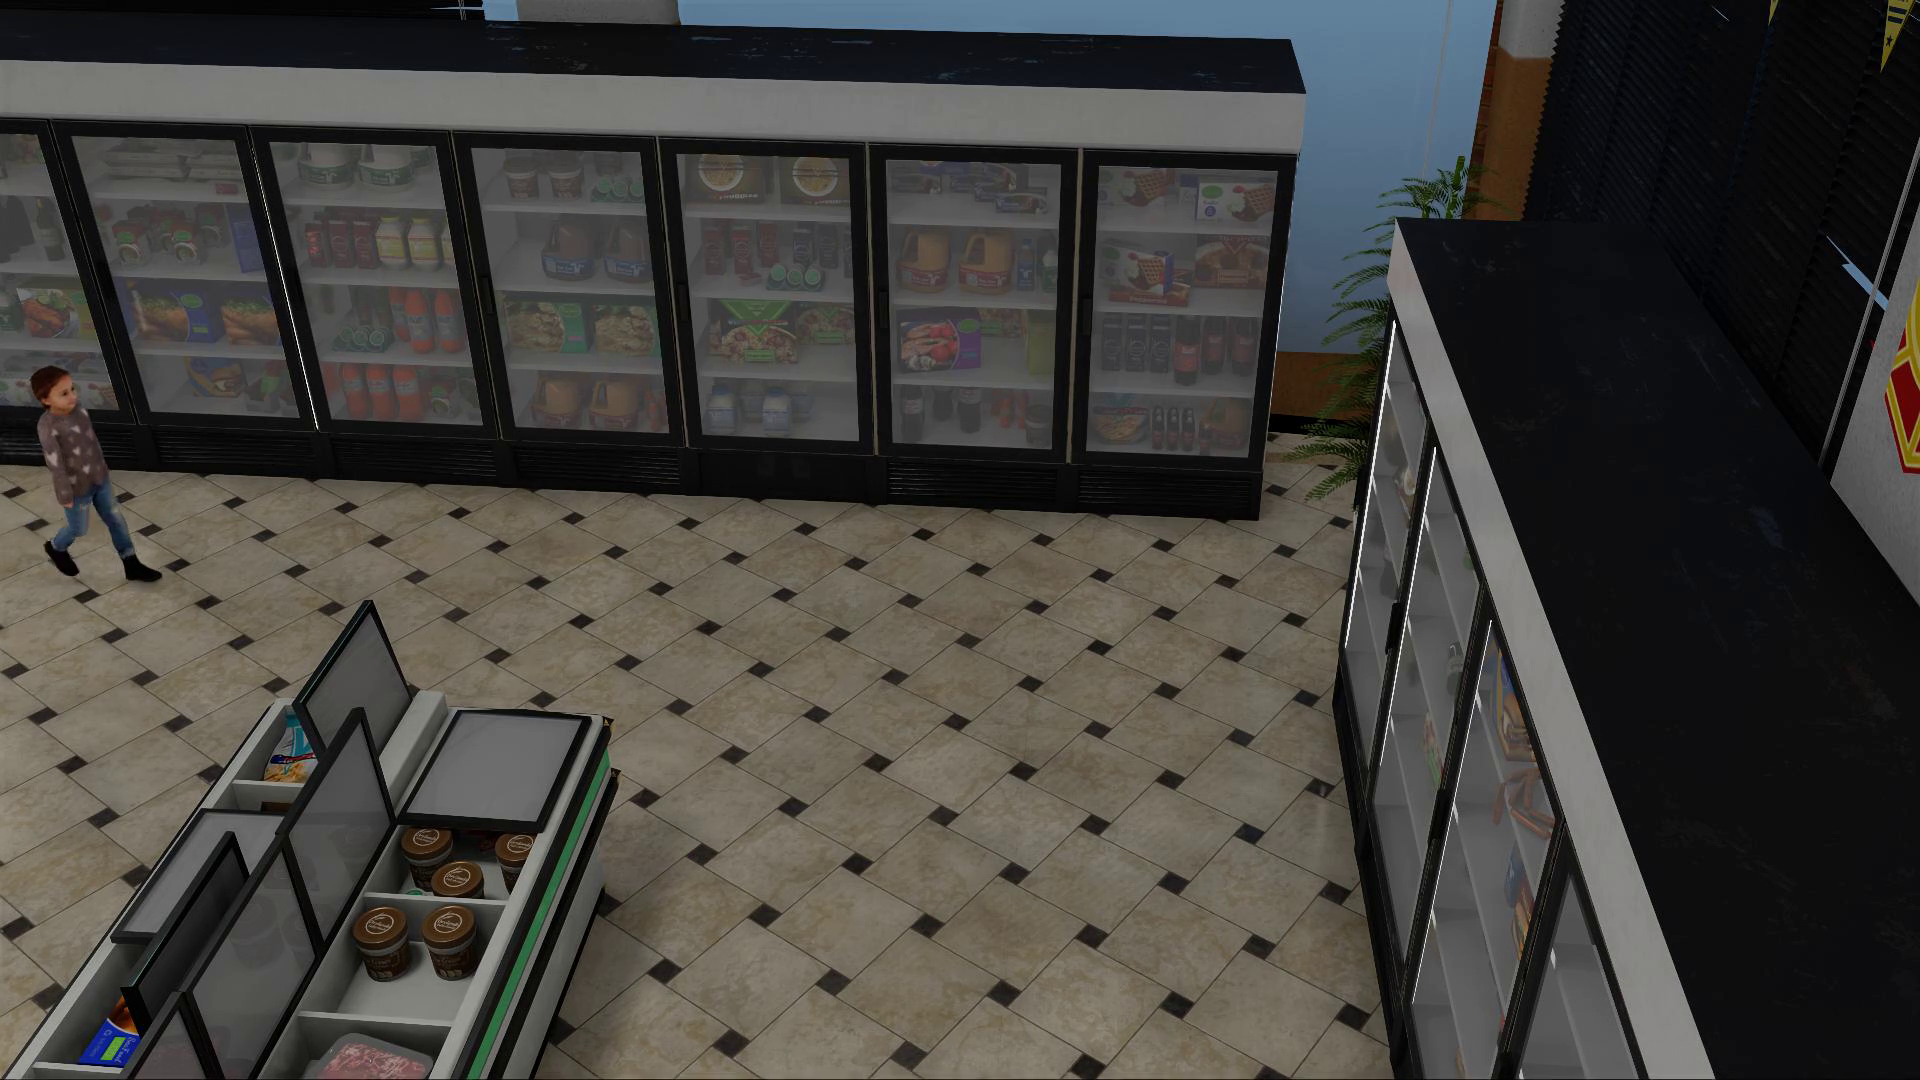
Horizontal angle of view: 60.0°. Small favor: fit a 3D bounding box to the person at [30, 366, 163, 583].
[{"bbox_3d":[-4.293,-0.299,8.039,0.665,1.178,0.796,10,33,15],"label":"person"}]
